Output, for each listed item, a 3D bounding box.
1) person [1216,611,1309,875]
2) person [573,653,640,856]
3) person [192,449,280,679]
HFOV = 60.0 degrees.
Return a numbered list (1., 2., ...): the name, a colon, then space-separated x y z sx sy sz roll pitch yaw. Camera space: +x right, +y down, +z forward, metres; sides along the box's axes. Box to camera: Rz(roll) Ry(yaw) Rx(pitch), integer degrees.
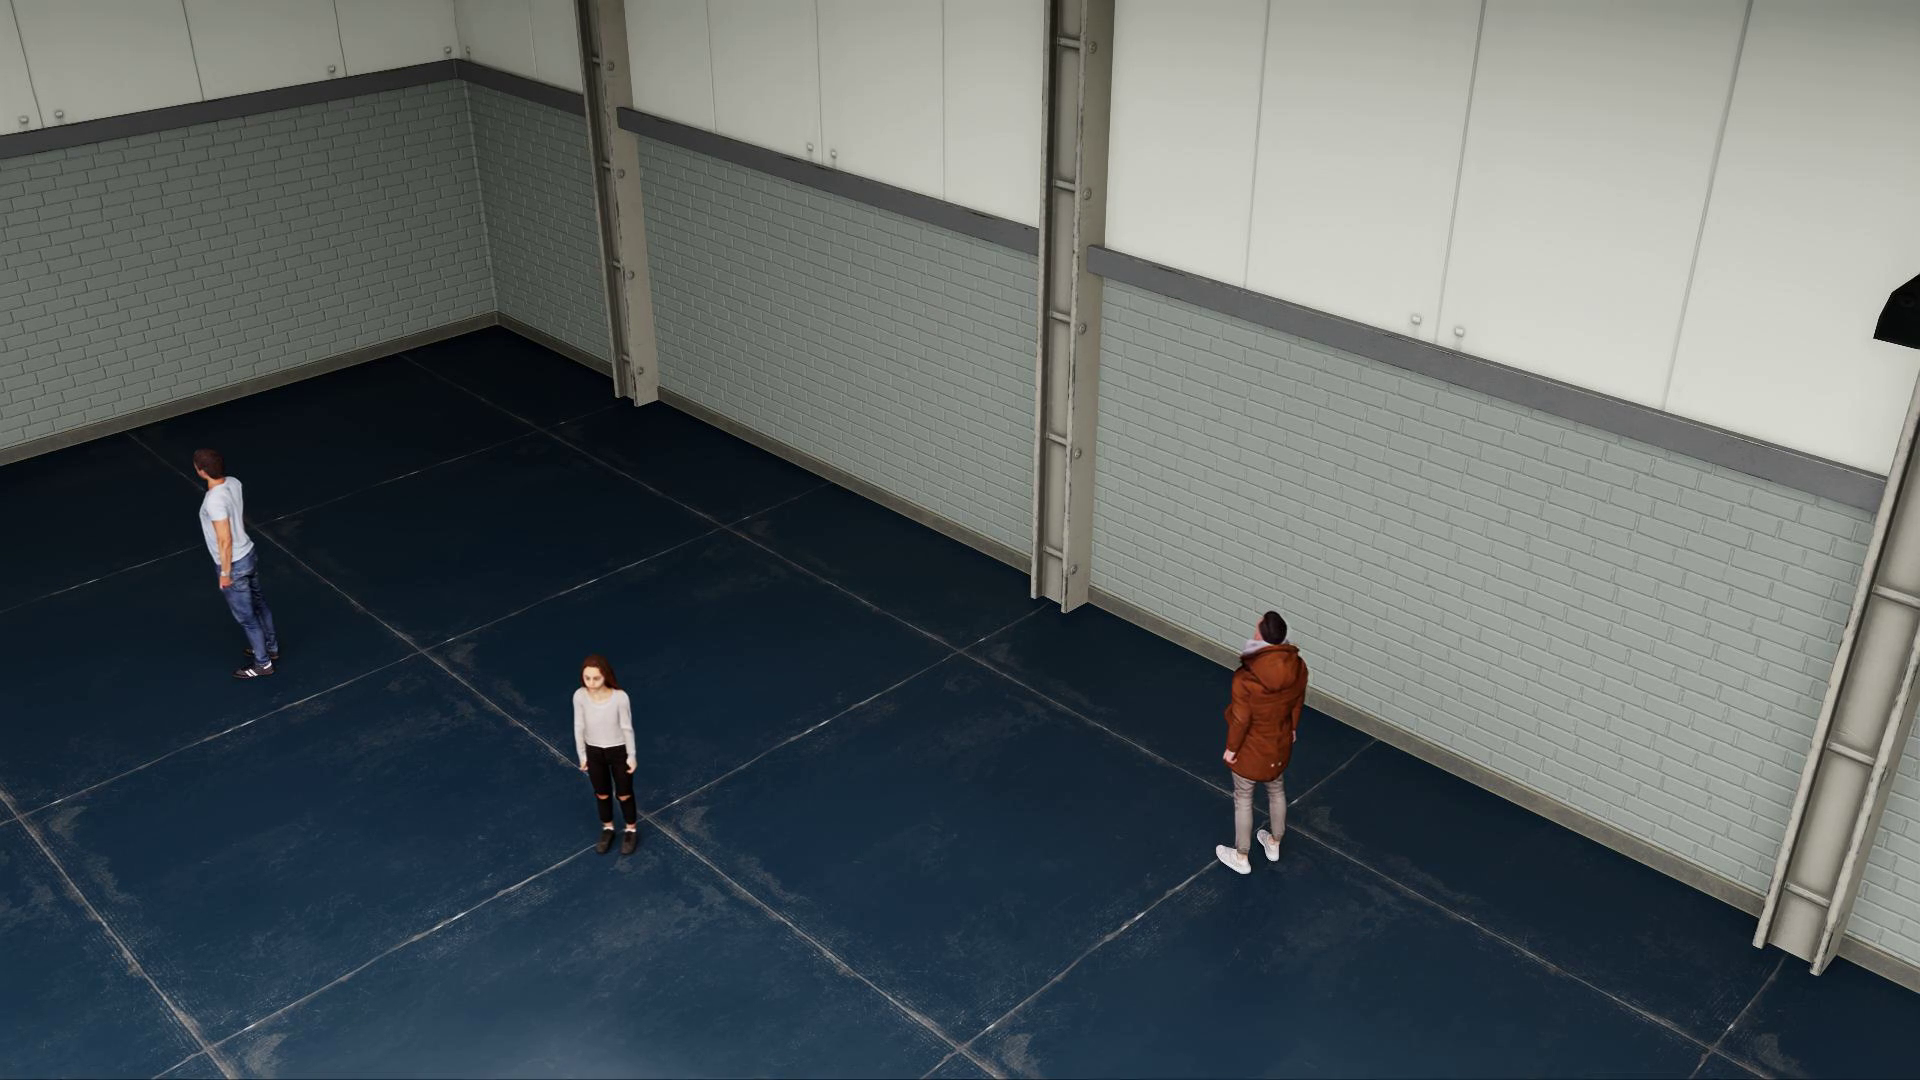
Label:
1. person: 1.892 1.267 10.421 0.799 1.837 0.804 -13 31 -23
2. person: -2.243 1.350 10.641 0.593 1.483 0.657 1 28 1
3. person: -5.424 0.154 12.481 0.762 1.866 0.688 -2 28 -3
